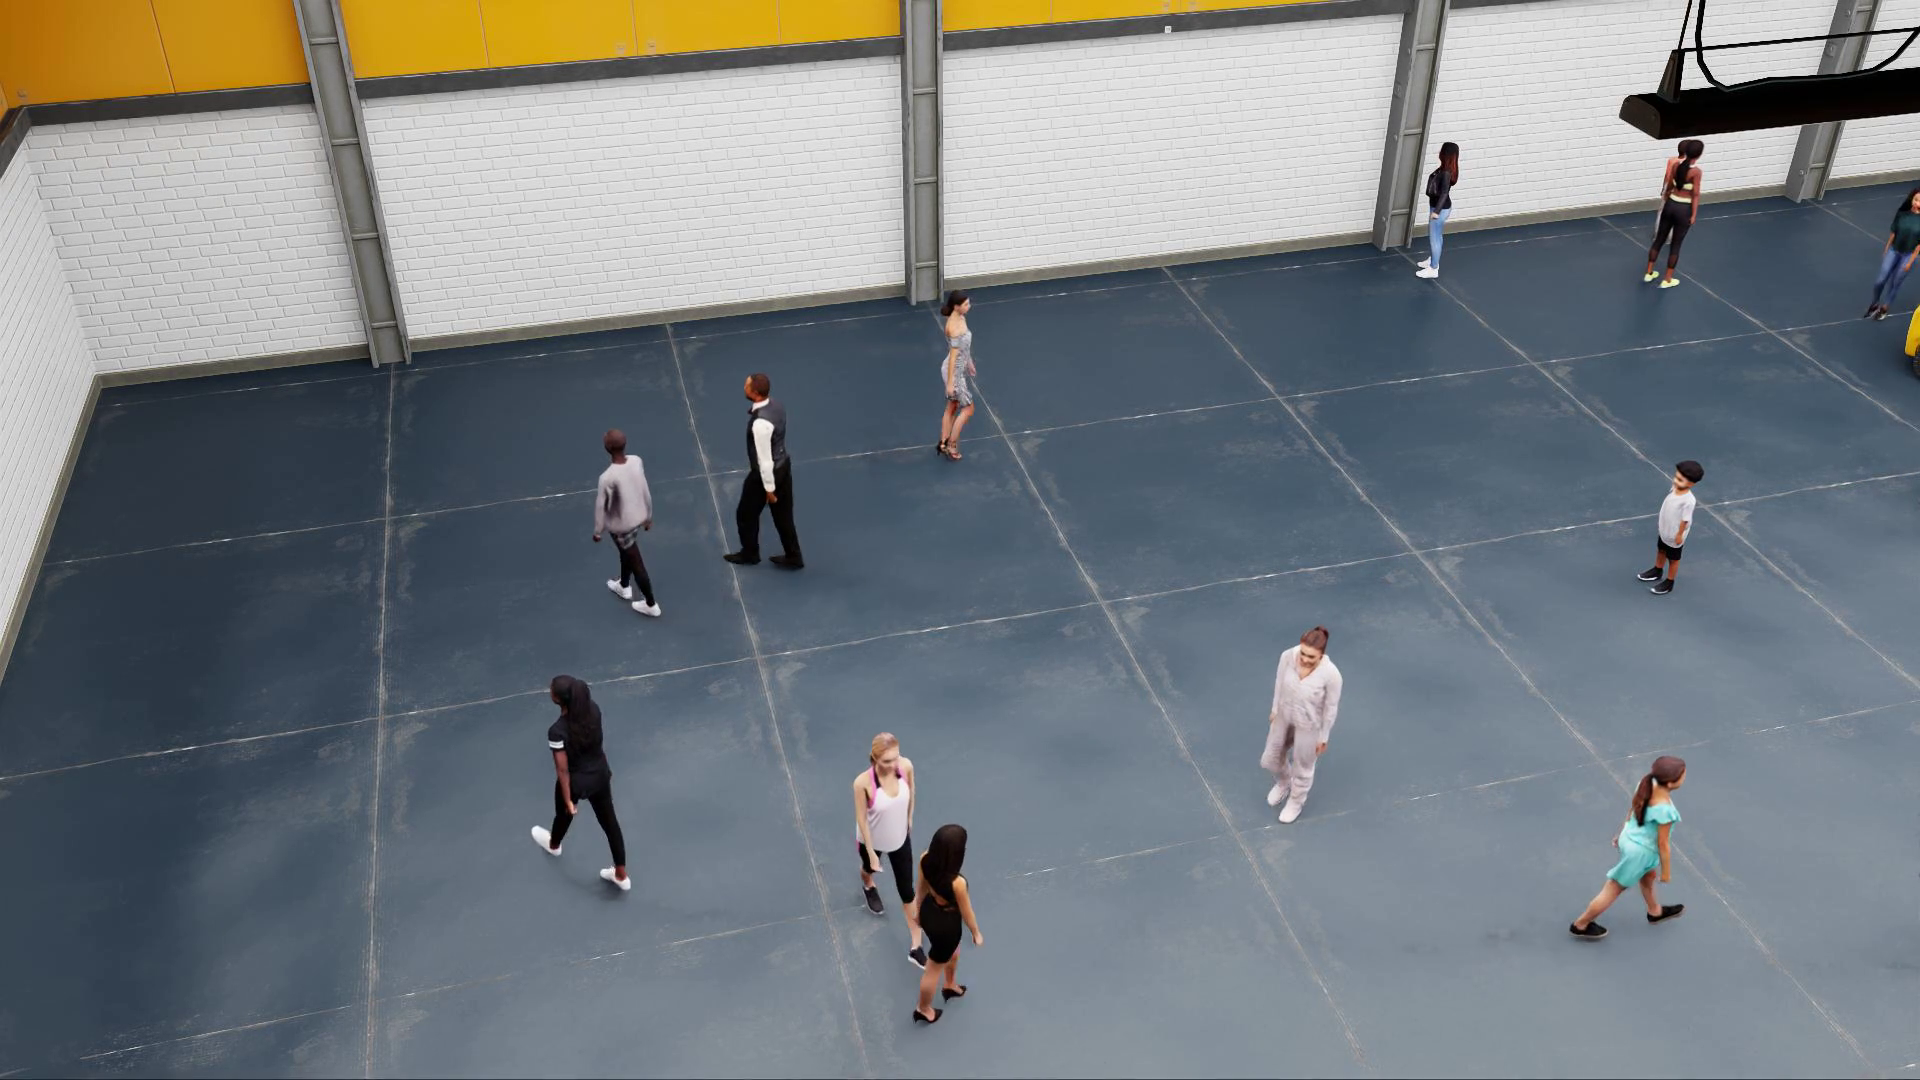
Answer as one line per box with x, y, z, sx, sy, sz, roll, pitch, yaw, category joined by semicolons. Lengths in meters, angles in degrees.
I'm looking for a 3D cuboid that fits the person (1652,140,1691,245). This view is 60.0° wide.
8.813;-4.306;20.507;0.566;1.310;0.599;28;43;36;person

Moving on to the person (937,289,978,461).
-0.147;-1.553;15.914;0.711;1.810;0.703;3;34;5;person

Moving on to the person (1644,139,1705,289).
8.330;-3.802;19.350;0.630;1.752;0.643;-22;40;-30;person

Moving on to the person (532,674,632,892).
-2.460;1.660;11.186;1.093;1.692;1.112;23;40;30;person

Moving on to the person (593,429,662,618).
-2.686;-0.102;13.782;0.990;1.754;0.940;18;38;25;person

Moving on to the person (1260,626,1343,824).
2.457;1.255;11.807;0.746;1.679;0.775;24;41;32;person

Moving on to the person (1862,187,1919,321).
10.583;-3.214;18.601;0.704;1.602;0.739;29;43;36;person

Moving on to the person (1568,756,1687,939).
4.331;2.030;10.790;1.081;1.516;0.706;-2;34;-2;person

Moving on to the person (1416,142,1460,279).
5.654;-3.911;19.620;0.753;1.634;0.735;11;35;16;person

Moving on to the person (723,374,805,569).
-1.558;-0.561;14.346;1.090;1.894;0.981;11;35;16;person

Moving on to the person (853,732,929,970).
-0.545;1.893;10.803;1.166;1.728;0.819;-15;36;-21;person

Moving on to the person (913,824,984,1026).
-0.176;2.405;10.126;0.784;1.625;0.713;-25;41;-32;person

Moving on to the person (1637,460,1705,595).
6.141;-0.133;14.278;0.478;1.256;0.482;-7;34;-10;person
